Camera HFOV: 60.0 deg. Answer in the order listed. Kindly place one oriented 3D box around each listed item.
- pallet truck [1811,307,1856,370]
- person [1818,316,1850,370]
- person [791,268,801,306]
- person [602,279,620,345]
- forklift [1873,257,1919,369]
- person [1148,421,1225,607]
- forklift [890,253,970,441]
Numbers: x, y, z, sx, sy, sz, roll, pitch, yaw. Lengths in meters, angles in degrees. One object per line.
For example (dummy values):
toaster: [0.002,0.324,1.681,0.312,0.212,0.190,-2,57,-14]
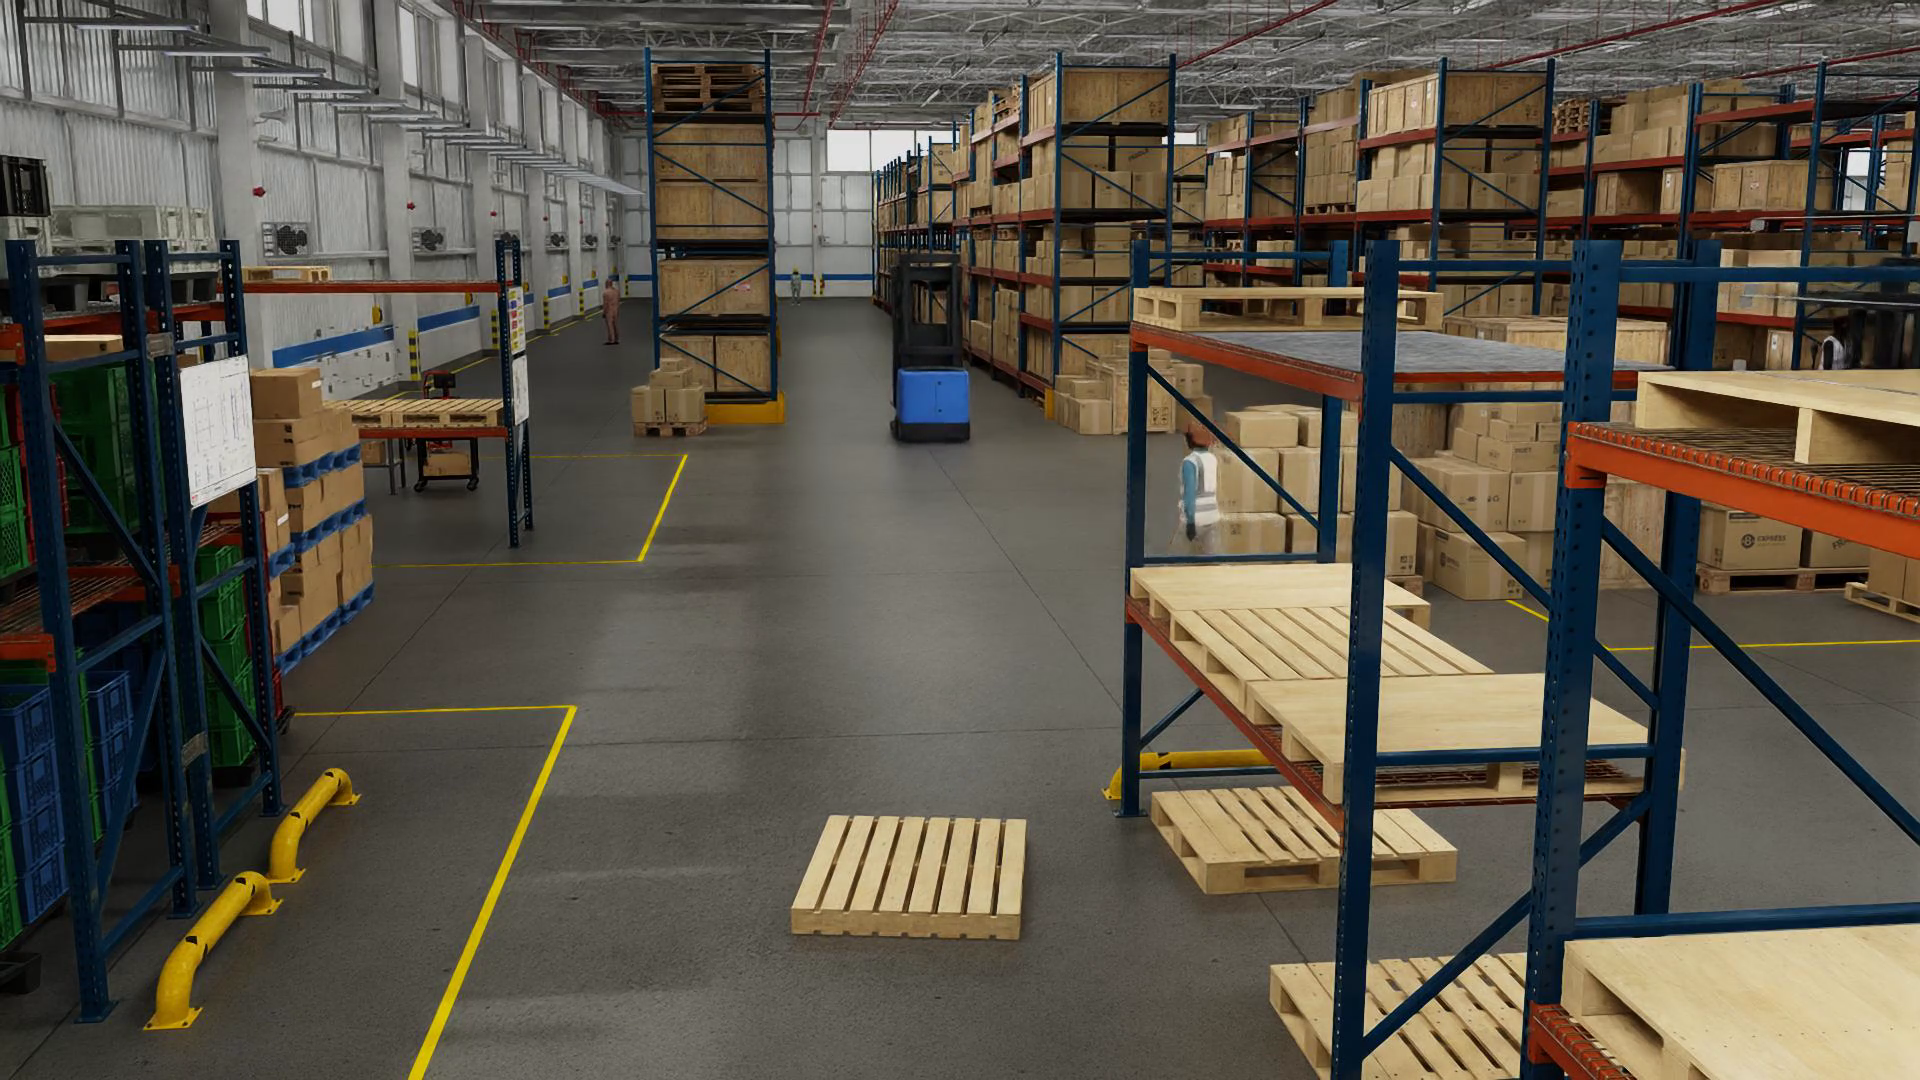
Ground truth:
pallet truck: [15.846,-3.142,28.793,1.885,1.965,0.823,2,10,12]
person: [13.057,-2.396,24.911,0.587,1.911,0.397,-10,14,-43]
person: [-7.587,-11.701,76.944,0.483,1.735,0.311,-1,10,-7]
person: [-10.157,-6.621,48.326,0.411,1.908,0.643,6,12,30]
forklift: [11.163,-1.918,19.563,1.873,2.768,1.129,-1,10,-6]
person: [1.860,-0.159,13.374,0.880,1.585,0.530,8,13,36]
forklift: [-0.458,-2.985,25.473,1.129,2.768,1.873,-1,10,-6]
